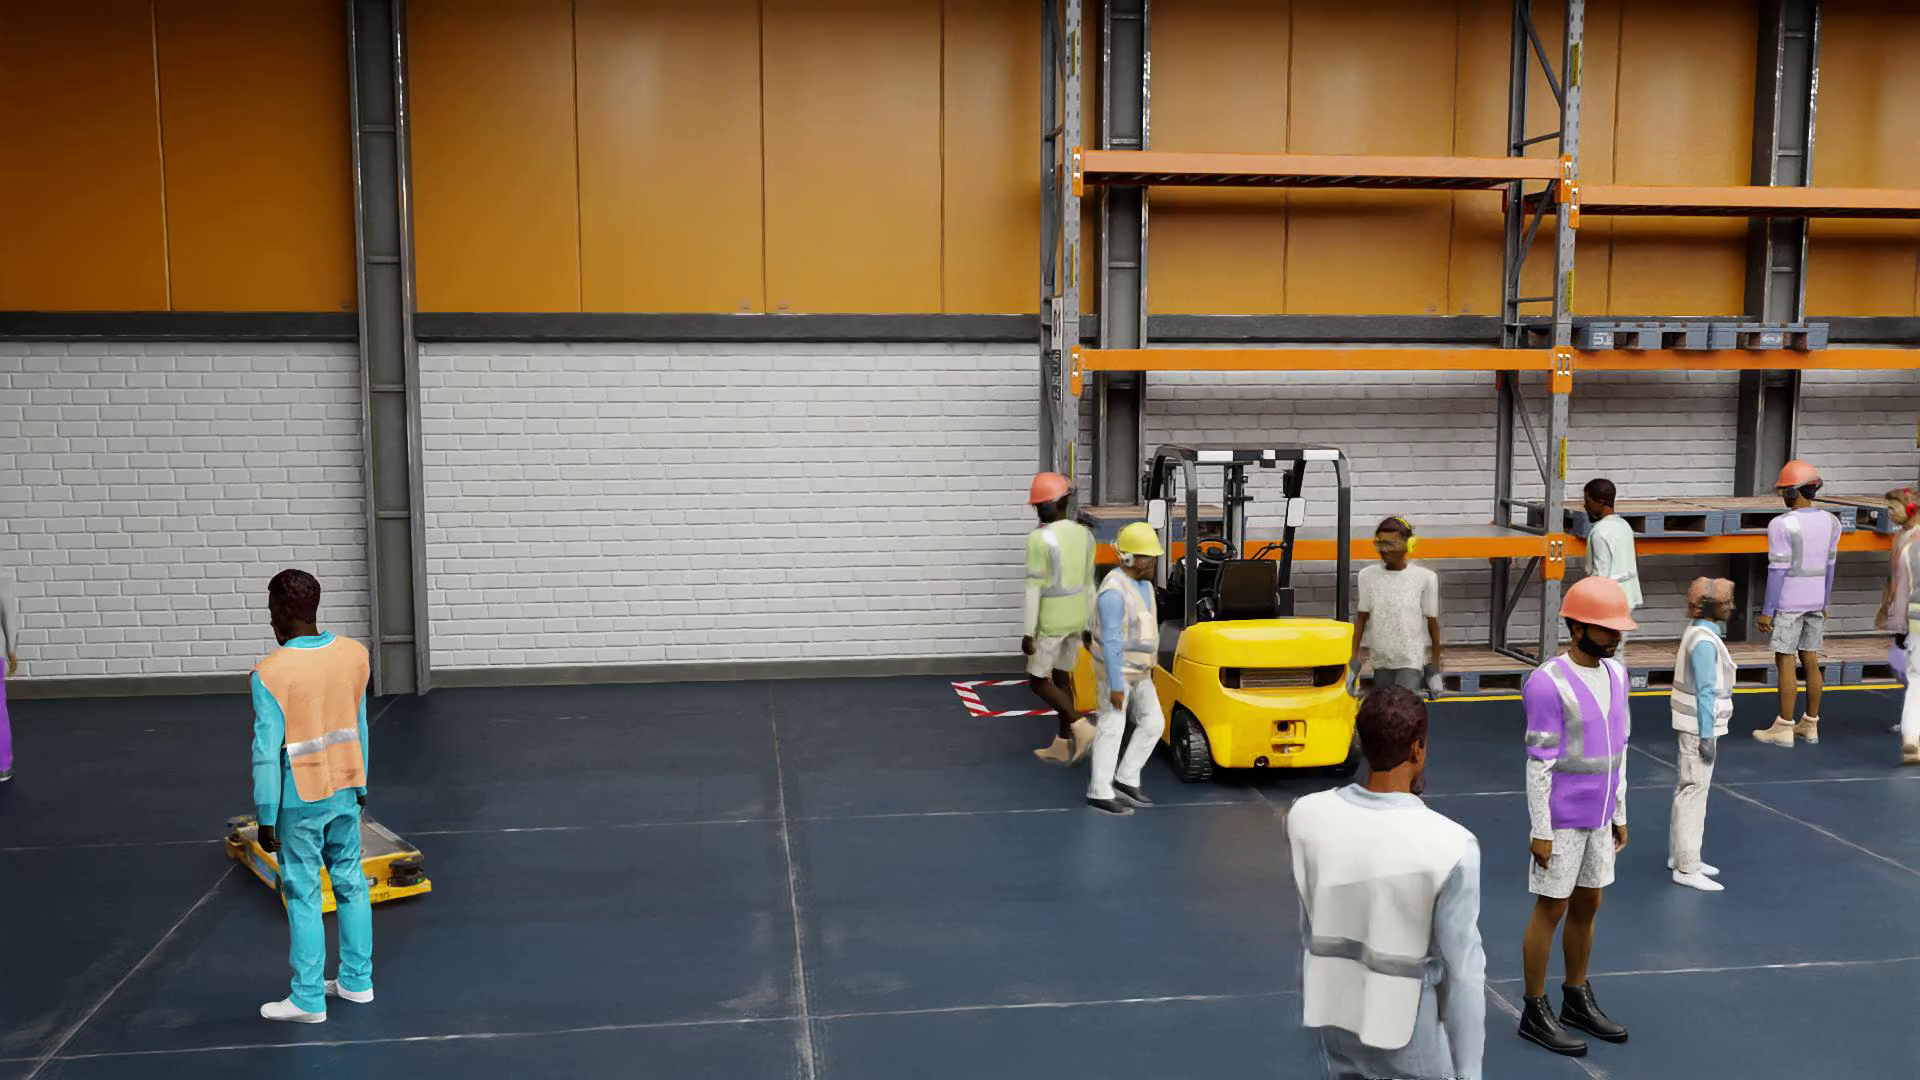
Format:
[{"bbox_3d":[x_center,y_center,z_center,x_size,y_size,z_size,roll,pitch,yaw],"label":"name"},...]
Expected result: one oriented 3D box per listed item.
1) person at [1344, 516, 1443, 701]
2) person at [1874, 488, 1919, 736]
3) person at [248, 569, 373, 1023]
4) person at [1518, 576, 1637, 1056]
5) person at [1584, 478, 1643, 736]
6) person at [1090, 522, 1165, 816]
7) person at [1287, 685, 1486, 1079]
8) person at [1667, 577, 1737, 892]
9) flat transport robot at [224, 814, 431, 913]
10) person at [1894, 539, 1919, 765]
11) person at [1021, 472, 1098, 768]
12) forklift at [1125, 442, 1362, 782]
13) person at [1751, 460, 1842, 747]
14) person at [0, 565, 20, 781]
[{"bbox_3d":[2.533,0.783,9.851,0.510,1.839,0.794,5,8,40],"label":"person"},{"bbox_3d":[6.958,0.531,12.139,0.455,1.818,0.592,2,7,13],"label":"person"},{"bbox_3d":[-2.719,1.072,7.012,0.397,1.911,0.587,3,7,25],"label":"person"},{"bbox_3d":[2.505,1.099,6.693,0.544,1.930,0.389,-4,8,-32],"label":"person"},{"bbox_3d":[4.710,0.500,12.068,0.442,1.898,0.605,5,8,39],"label":"person"},{"bbox_3d":[1.004,0.782,10.007,0.497,1.803,0.605,4,7,29],"label":"person"},{"bbox_3d":[1.188,1.348,4.635,0.609,1.903,0.484,6,9,40],"label":"person"},{"bbox_3d":[3.910,1.008,8.770,0.315,1.636,0.518,2,7,19],"label":"person"},{"bbox_3d":[-3.393,1.672,8.857,0.652,0.197,1.431,-5,8,-37],"label":"flat transport robot"},{"bbox_3d":[6.677,0.643,11.321,0.635,1.828,0.894,6,9,43],"label":"person"},{"bbox_3d":[0.707,0.554,11.080,0.615,2.019,0.621,6,9,44],"label":"person"},{"bbox_3d":[1.912,0.418,11.496,1.214,2.155,2.313,-1,7,-8],"label":"forklift"},{"bbox_3d":[5.948,0.452,11.863,0.608,2.043,0.374,-3,7,-23],"label":"person"},{"bbox_3d":[-6.425,0.716,10.803,0.571,1.749,0.341,-5,8,-35],"label":"person"}]
